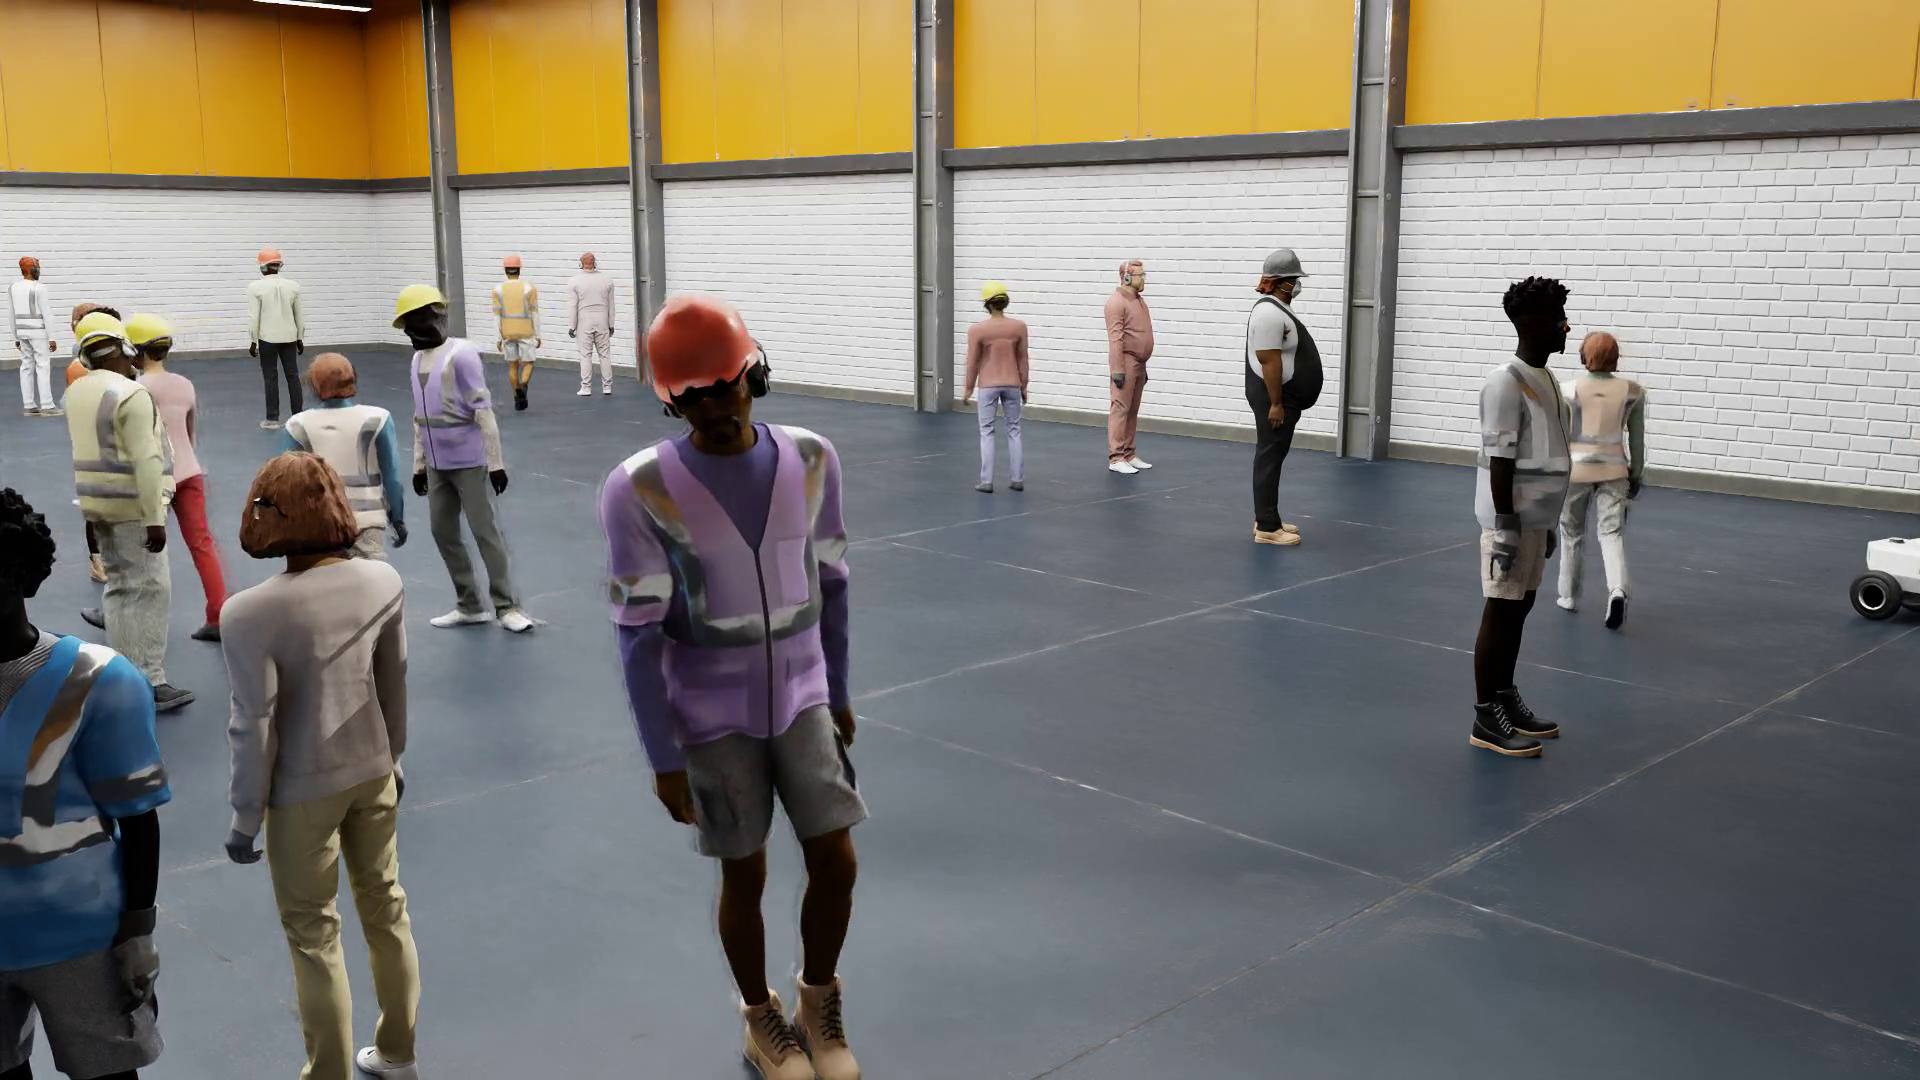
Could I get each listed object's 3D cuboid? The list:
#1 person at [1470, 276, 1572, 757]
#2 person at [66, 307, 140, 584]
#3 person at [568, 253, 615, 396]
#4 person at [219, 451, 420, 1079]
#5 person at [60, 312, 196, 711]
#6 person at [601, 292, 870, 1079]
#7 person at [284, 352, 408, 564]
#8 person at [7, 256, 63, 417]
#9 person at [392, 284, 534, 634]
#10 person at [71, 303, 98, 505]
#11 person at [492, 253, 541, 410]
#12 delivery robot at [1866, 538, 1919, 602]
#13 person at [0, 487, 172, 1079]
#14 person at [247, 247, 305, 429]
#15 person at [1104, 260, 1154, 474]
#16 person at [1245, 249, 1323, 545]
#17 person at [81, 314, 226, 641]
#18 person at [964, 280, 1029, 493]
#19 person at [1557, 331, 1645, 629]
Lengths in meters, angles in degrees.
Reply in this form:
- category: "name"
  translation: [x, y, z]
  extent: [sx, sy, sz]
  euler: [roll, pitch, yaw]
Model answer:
- category: "person"
  translation: [2.339, -0.103, 6.911]
  extent: [0.367, 1.966, 0.604]
  euler: [7, 12, 33]
- category: "person"
  translation: [-5.244, -0.589, 10.294]
  extent: [0.317, 1.695, 0.540]
  euler: [3, 11, 15]
- category: "person"
  translation: [-4.918, -2.871, 22.185]
  extent: [0.639, 1.902, 0.406]
  euler: [-6, 12, -29]
- category: "person"
  translation: [-1.523, 0.602, 3.976]
  extent: [0.283, 1.633, 0.497]
  euler: [6, 12, 28]
- category: "person"
  translation: [-3.754, -0.130, 7.572]
  extent: [0.724, 1.793, 0.406]
  euler: [7, 13, 35]
- category: "person"
  translation: [-0.491, 0.422, 3.943]
  extent: [0.657, 2.003, 0.556]
  euler: [-6, 12, -29]
- category: "person"
  translation: [-2.836, -0.053, 7.637]
  extent: [0.524, 1.606, 0.755]
  euler: [0, 10, -3]
- category: "person"
  translation: [-10.924, -2.394, 19.626]
  extent: [0.585, 1.882, 0.337]
  euler: [3, 11, 17]
- category: "person"
  translation: [-2.660, -0.417, 8.890]
  extent: [0.795, 1.873, 0.380]
  euler: [8, 13, 36]
- category: "person"
  translation: [-6.697, -1.061, 13.100]
  extent: [0.686, 1.608, 0.505]
  euler: [3, 11, 17]
- category: "person"
  translation: [-5.371, -2.505, 20.119]
  extent: [0.550, 1.920, 0.643]
  euler: [-1, 10, -5]
- category: "delivery robot"
  translation: [5.393, 0.149, 9.129]
  extent: [0.477, 0.478, 0.707]
  euler: [-7, 12, -32]
- category: "person"
  translation: [-1.733, 0.733, 3.087]
  extent: [0.541, 1.696, 0.315]
  euler: [1, 10, 3]
- category: "person"
  translation: [-7.578, -2.231, 18.435]
  extent: [0.386, 1.993, 0.622]
  euler: [10, 14, 43]
- category: "person"
  translation: [1.546, -1.567, 15.042]
  extent: [0.410, 1.913, 0.642]
  euler: [5, 12, 26]
- category: "person"
  translation: [2.253, -1.000, 11.597]
  extent: [0.538, 2.000, 0.684]
  euler: [2, 11, 10]
- category: "person"
  translation: [-4.241, -0.319, 8.754]
  extent: [0.908, 1.713, 0.544]
  euler: [3, 11, 18]
- category: "person"
  translation: [0.312, -1.267, 13.812]
  extent: [0.533, 1.767, 0.320]
  euler: [-3, 11, -17]
- category: "person"
  translation: [3.515, -0.339, 9.171]
  extent: [0.528, 1.617, 0.751]
  euler: [2, 11, 9]
